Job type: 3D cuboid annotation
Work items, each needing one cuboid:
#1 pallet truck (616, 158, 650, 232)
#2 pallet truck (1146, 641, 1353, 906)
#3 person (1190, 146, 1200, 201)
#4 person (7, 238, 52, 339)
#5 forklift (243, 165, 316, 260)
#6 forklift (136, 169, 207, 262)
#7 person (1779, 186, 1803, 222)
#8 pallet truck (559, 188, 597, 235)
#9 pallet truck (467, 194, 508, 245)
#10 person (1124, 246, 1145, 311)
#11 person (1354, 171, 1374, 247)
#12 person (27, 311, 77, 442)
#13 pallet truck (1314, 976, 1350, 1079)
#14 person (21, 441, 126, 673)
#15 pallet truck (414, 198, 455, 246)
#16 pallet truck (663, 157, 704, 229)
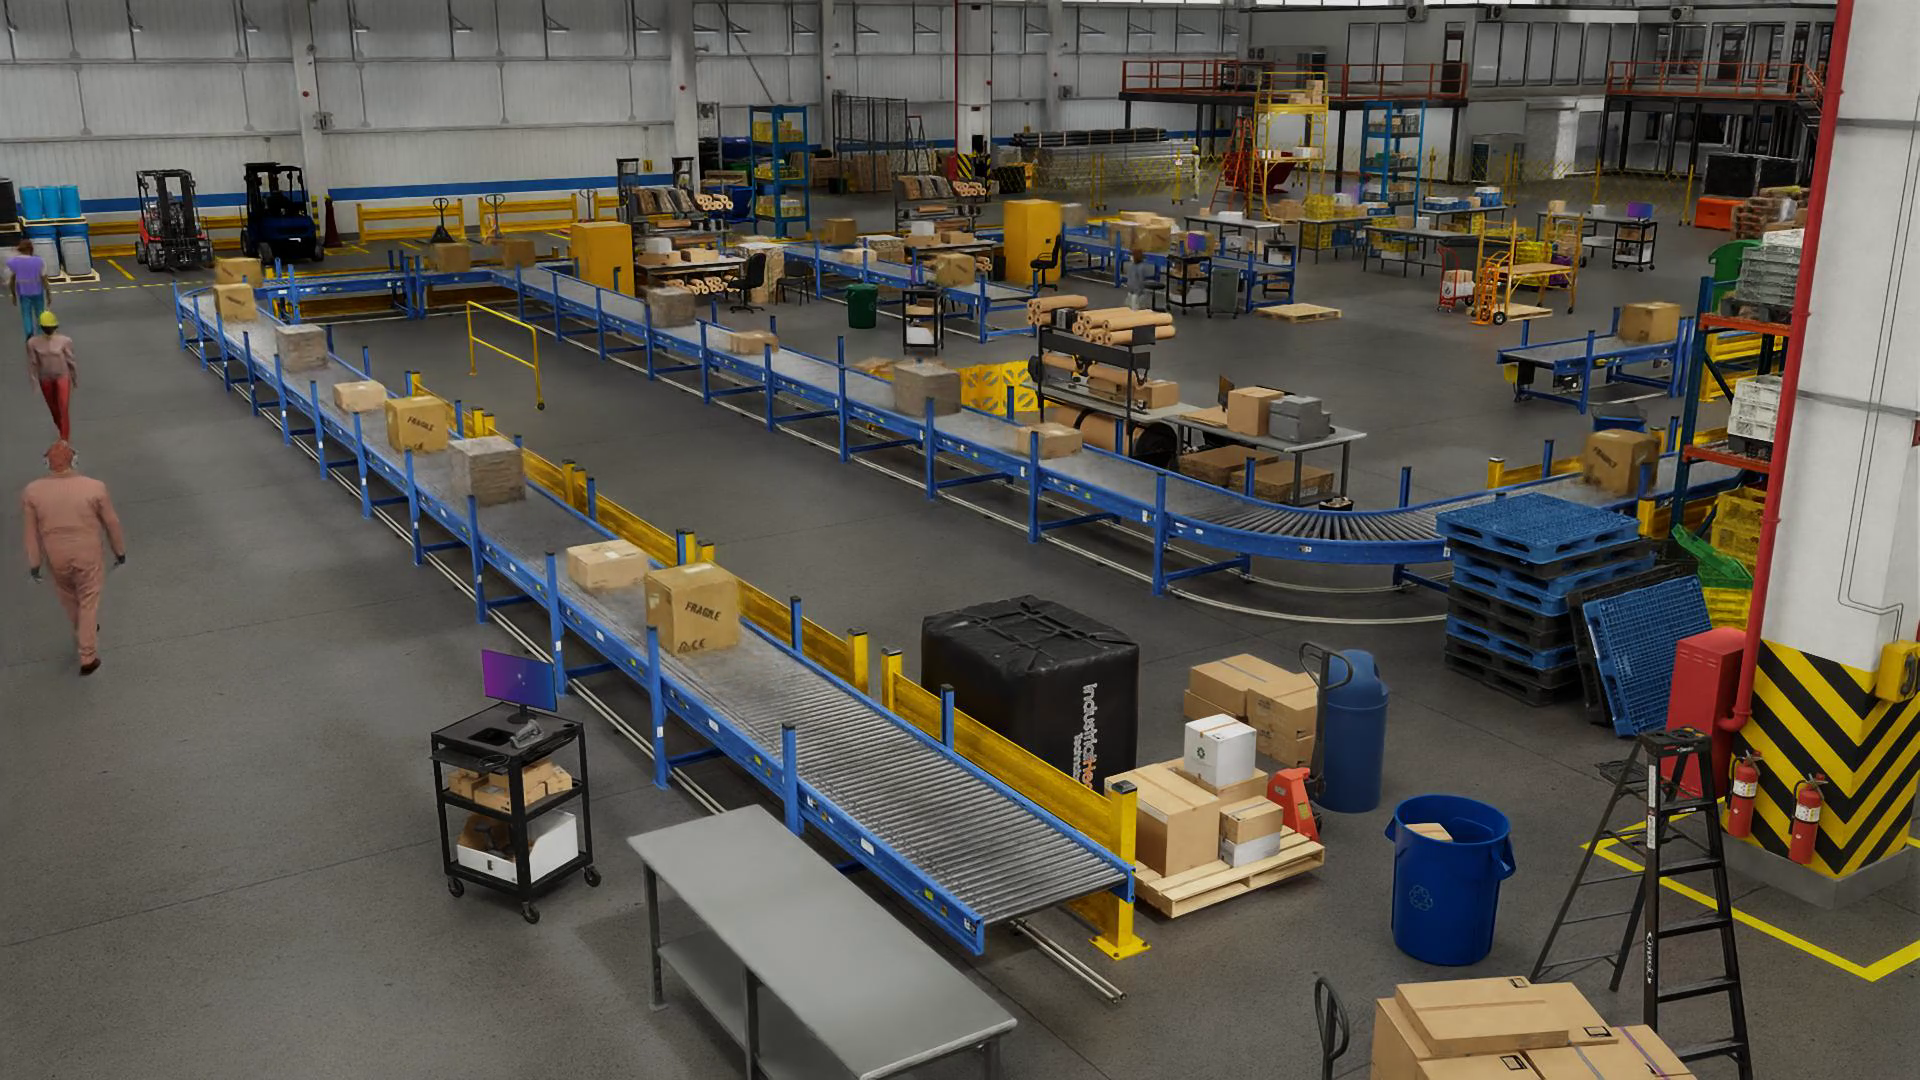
[{"bbox_3d":[-8.918,-9.176,44.255,0.823,1.965,1.885,-9,19,-27],"label":"pallet truck"},{"bbox_3d":[1.664,1.407,10.232,1.630,1.274,0.653,-10,20,-31],"label":"pallet truck"},{"bbox_3d":[7.502,-11.706,53.122,0.309,1.737,0.484,4,17,15],"label":"person"},{"bbox_3d":[-15.407,-4.081,27.585,0.586,1.826,0.475,-7,18,-21],"label":"person"},{"bbox_3d":[-15.898,-7.669,38.708,1.157,1.987,2.680,-11,20,-33],"label":"forklift"},{"bbox_3d":[-17.842,-7.318,37.559,1.157,1.987,2.680,-10,20,-31],"label":"forklift"},{"bbox_3d":[18.937,-7.142,37.834,0.948,1.784,0.612,14,22,40],"label":"person"},{"bbox_3d":[-10.010,-8.652,43.699,0.653,1.274,1.630,-10,20,-31],"label":"pallet truck"},{"bbox_3d":[-11.983,-8.177,42.137,0.704,1.261,1.522,-11,20,-33],"label":"pallet truck"},{"bbox_3d":[2.966,-4.164,28.218,0.375,1.631,0.526,-7,18,-23],"label":"person"},{"bbox_3d":[9.945,-8.182,41.076,0.515,1.922,0.551,-8,18,-24],"label":"person"},{"bbox_3d":[-11.445,-2.063,21.040,0.532,1.727,0.850,-6,18,-20],"label":"person"},{"bbox_3d":[2.299,2.390,7.086,1.601,1.201,0.680,-2,17,-7],"label":"pallet truck"},{"bbox_3d":[-7.225,0.096,13.644,0.674,1.849,1.006,-4,17,-14],"label":"person"},{"bbox_3d":[-13.250,-8.060,41.856,0.680,1.201,1.601,-10,20,-31],"label":"pallet truck"},{"bbox_3d":[-7.586,-9.308,44.692,0.823,1.965,1.885,-11,20,-33],"label":"pallet truck"}]
